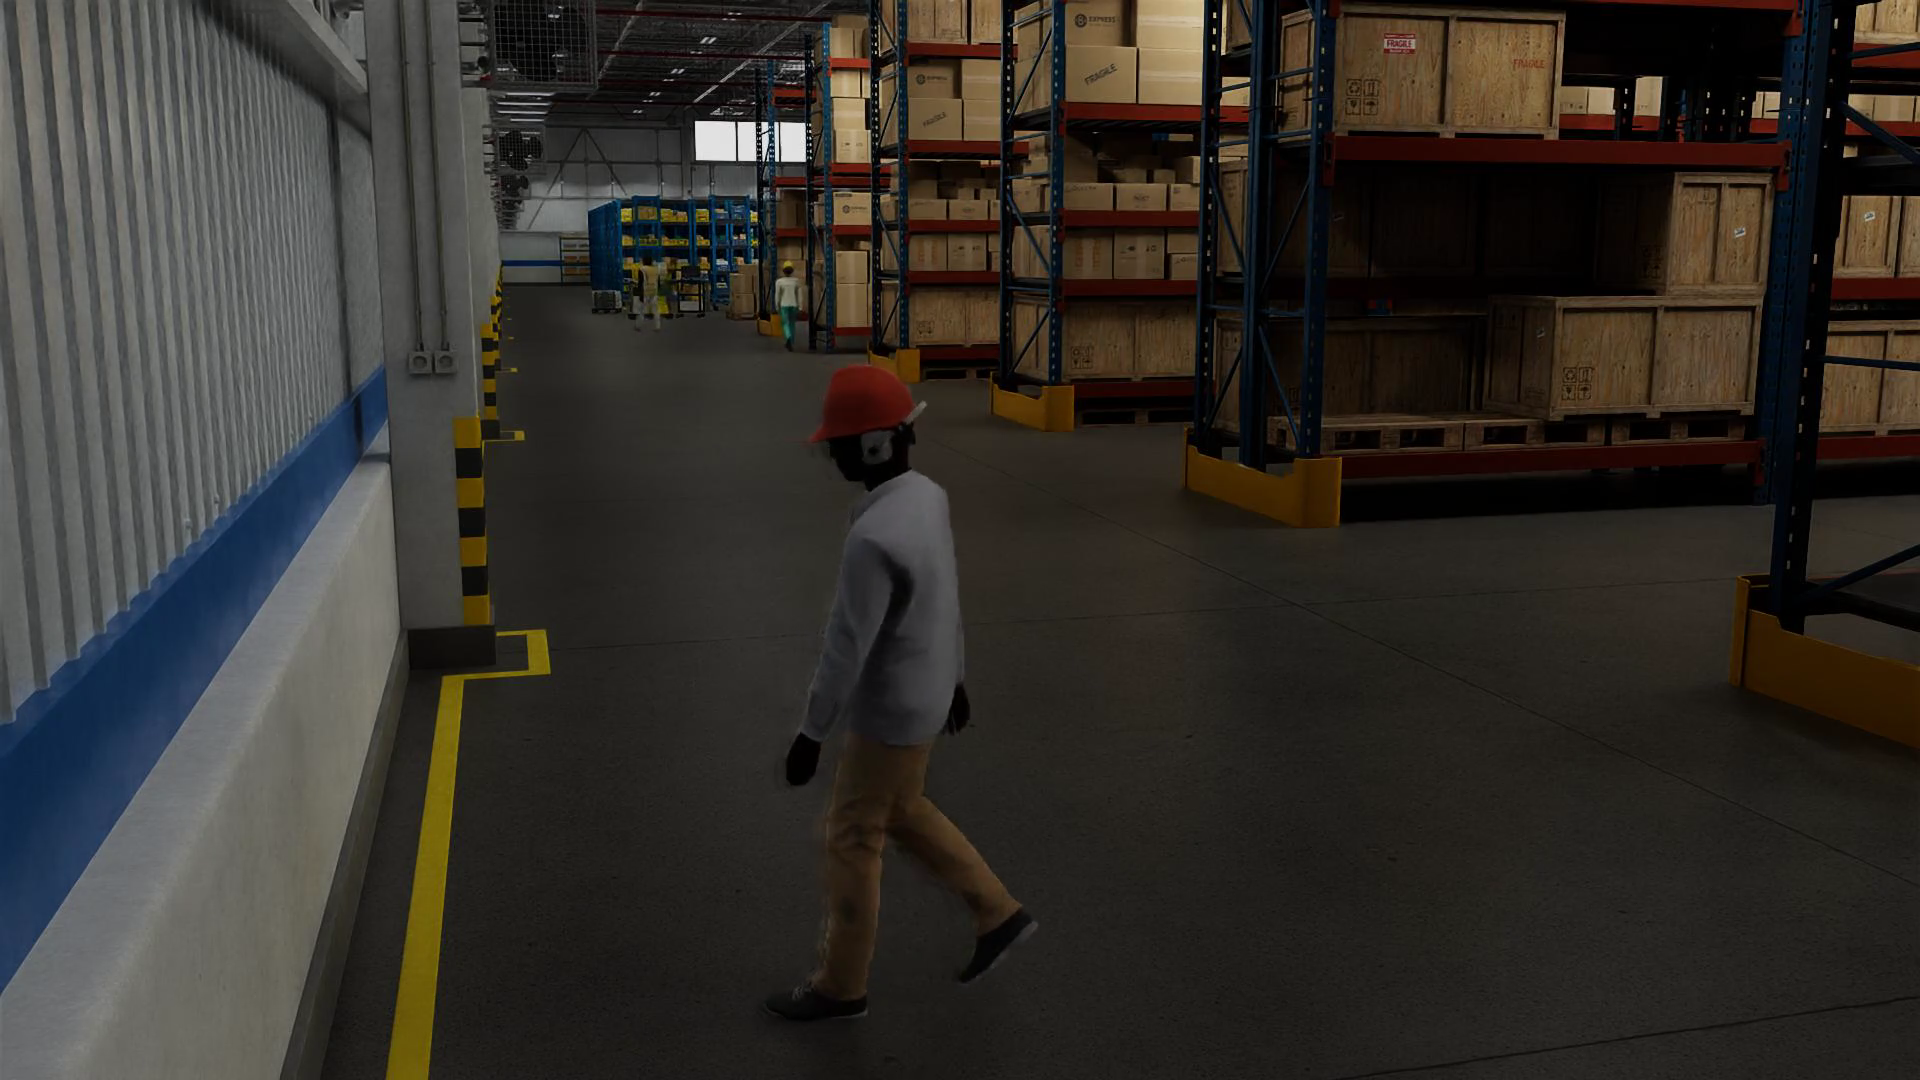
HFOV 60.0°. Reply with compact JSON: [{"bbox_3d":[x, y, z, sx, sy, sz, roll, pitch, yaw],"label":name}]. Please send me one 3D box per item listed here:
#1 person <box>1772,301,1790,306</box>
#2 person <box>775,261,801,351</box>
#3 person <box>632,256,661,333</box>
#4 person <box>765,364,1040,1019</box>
[{"bbox_3d":[9.025,-2.079,18.412,0.647,1.728,0.492,-3,10,-15],"label":"person"},{"bbox_3d":[-3.299,-4.508,32.101,0.530,1.753,0.505,-3,11,-18],"label":"person"},{"bbox_3d":[-7.359,-5.771,39.136,0.973,1.787,0.655,10,14,44],"label":"person"},{"bbox_3d":[-0.166,0.414,4.281,0.728,1.727,0.603,2,10,10],"label":"person"}]
